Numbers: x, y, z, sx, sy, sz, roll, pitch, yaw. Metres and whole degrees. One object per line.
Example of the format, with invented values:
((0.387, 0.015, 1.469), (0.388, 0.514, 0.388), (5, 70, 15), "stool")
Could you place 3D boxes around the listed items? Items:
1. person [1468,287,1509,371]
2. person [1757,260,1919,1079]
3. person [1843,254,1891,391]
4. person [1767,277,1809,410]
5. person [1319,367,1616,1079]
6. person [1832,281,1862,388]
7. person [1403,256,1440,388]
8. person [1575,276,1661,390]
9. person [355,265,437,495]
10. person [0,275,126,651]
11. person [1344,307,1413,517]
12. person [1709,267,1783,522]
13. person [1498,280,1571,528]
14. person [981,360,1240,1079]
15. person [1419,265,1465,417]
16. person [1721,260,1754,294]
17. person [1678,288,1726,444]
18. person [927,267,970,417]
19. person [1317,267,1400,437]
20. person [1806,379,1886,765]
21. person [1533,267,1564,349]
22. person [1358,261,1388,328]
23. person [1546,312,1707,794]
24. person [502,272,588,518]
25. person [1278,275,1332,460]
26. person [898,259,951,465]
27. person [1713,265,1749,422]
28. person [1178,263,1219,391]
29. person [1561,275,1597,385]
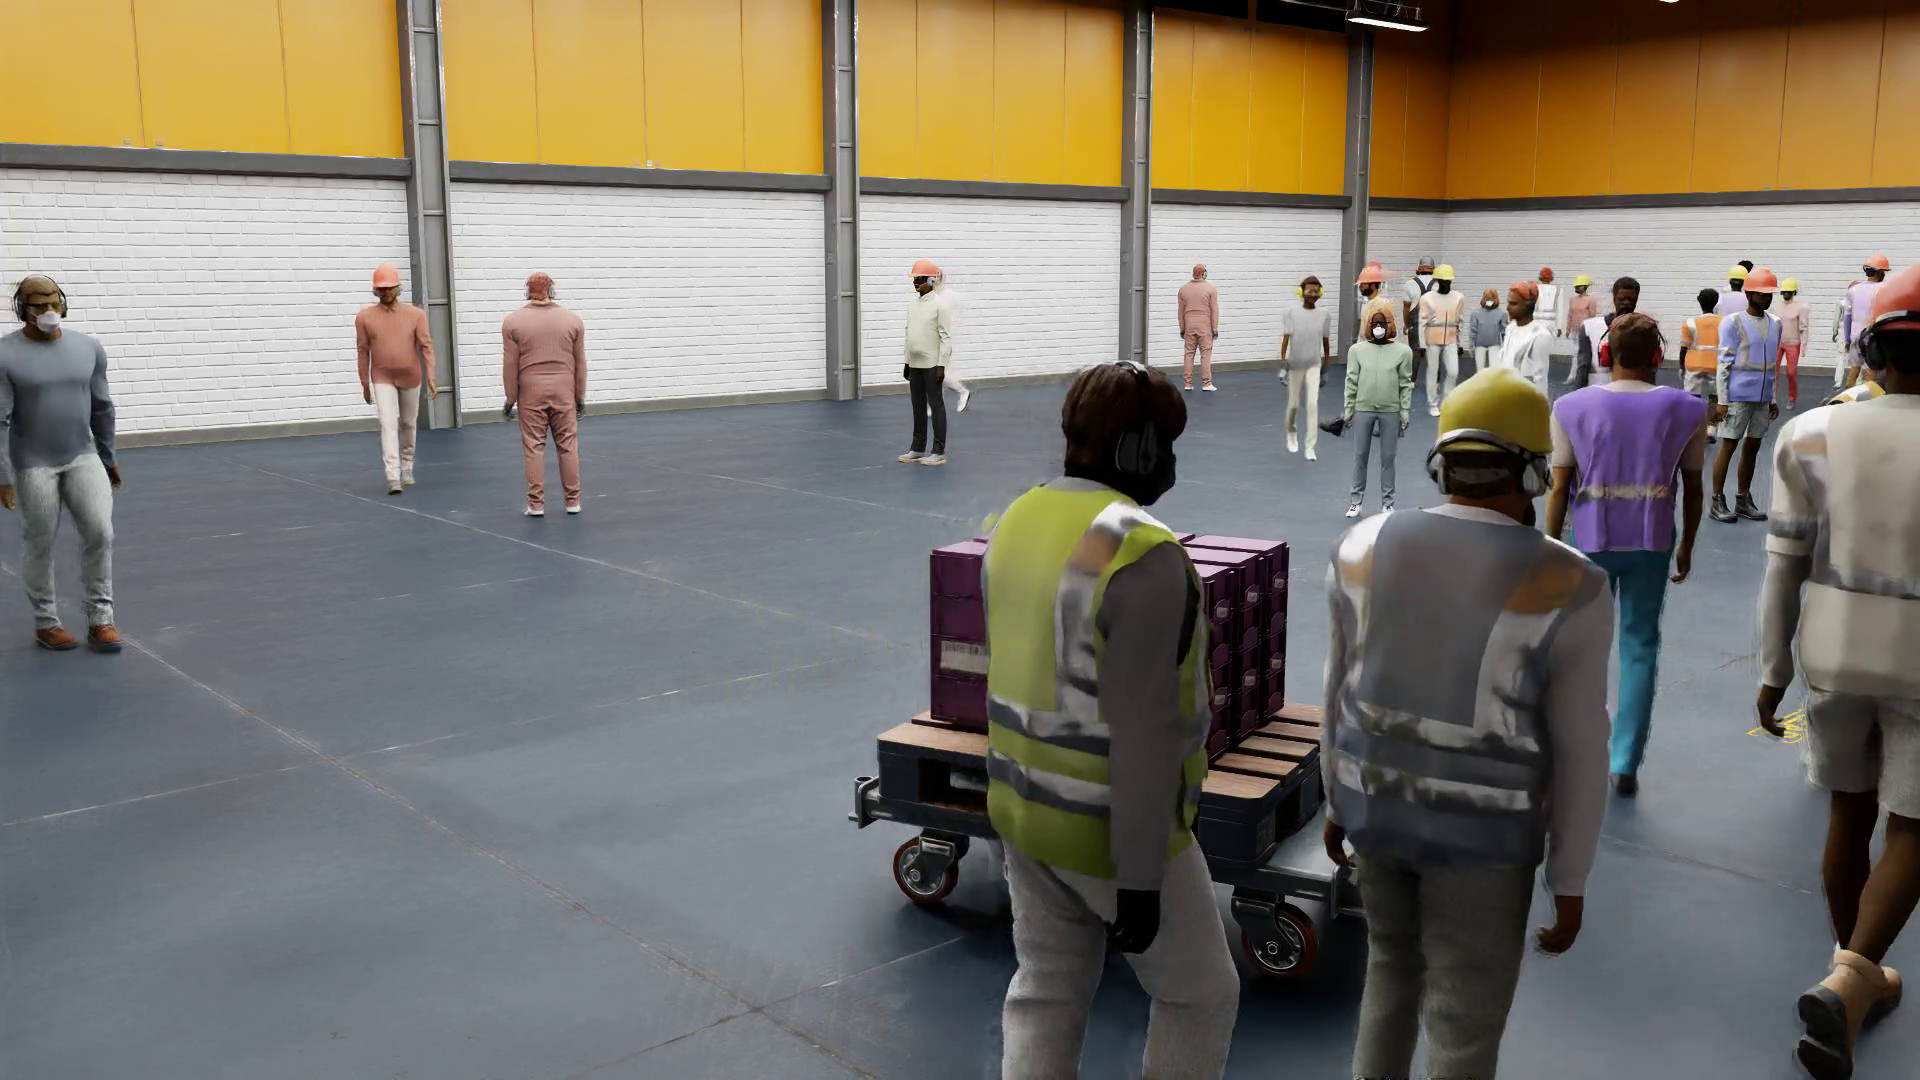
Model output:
((7.001, -2.538, 22.064), (0.505, 1.614, 0.417), (5, 11, 26), "person")
((2.274, 0.325, 4.116), (0.622, 2.020, 0.859), (10, 14, 44), "person")
((11.144, -2.467, 20.378), (0.391, 2.040, 0.615), (-4, 11, -24), "person")
((10.840, -2.562, 21.832), (0.534, 1.768, 0.584), (9, 13, 43), "person")
((1.000, 0.567, 3.344), (0.610, 1.809, 0.496), (9, 13, 42), "person")
((13.668, -3.141, 25.504), (0.523, 1.639, 0.308), (5, 11, 26), "person")
((7.120, -3.340, 25.493), (0.673, 2.000, 0.535), (2, 10, 14), "person")
((4.873, -1.022, 12.403), (0.586, 1.887, 0.957), (3, 10, 15), "person")
((-4.882, -1.395, 14.409), (0.621, 1.950, 1.020), (-4, 10, -22), "person")
((-4.545, -0.363, 8.399), (0.724, 1.921, 0.676), (8, 12, 38), "person")
((3.221, -0.977, 12.848), (0.507, 1.633, 0.278), (3, 10, 16), "person")
((6.013, -1.094, 12.648), (0.552, 1.934, 0.373), (-3, 10, -17), "person")
((4.144, -0.947, 12.041), (0.827, 1.860, 0.586), (0, 10, -1), "person")
((0.349, 0.555, 3.323), (0.641, 1.818, 0.633), (-5, 11, -27), "person")
((6.062, -2.483, 20.848), (0.623, 1.905, 0.610), (-1, 10, -4), "person")
((11.888, -3.275, 25.326), (0.600, 1.967, 0.368), (7, 12, 37), "person")
((7.878, -1.818, 17.589), (0.556, 1.684, 0.370), (3, 10, 18), "person")
((-0.234, -2.475, 20.850), (0.597, 1.896, 0.648), (-5, 11, -25), "person")
((4.466, -2.072, 18.498), (1.013, 1.885, 0.560), (0, 10, 3), "person")
((3.472, 0.094, 6.116), (0.628, 1.793, 0.944), (0, 10, 2), "person")
((9.484, -3.498, 27.016), (0.577, 1.850, 0.936), (1, 10, 5), "person")
((7.473, -4.070, 30.108), (0.555, 1.929, 0.377), (6, 11, 31), "person")
((2.581, 0.019, 6.528), (0.579, 1.798, 0.949), (3, 10, 15), "person")
((-3.227, -1.112, 12.933), (0.675, 1.919, 0.494), (-4, 11, -23), "person")
((3.473, -1.752, 16.805), (0.521, 1.841, 0.855), (1, 10, 7), "person")
((-0.337, -1.727, 16.186), (0.376, 1.995, 0.612), (-9, 13, -42), "person")
((9.281, -2.328, 19.945), (0.596, 1.911, 0.415), (5, 11, 28), "person")
((3.599, -3.188, 24.995), (0.636, 1.911, 0.405), (6, 11, 30), "person")
((9.868, -3.319, 26.282), (0.826, 1.736, 0.532), (-4, 11, -23), "person")
